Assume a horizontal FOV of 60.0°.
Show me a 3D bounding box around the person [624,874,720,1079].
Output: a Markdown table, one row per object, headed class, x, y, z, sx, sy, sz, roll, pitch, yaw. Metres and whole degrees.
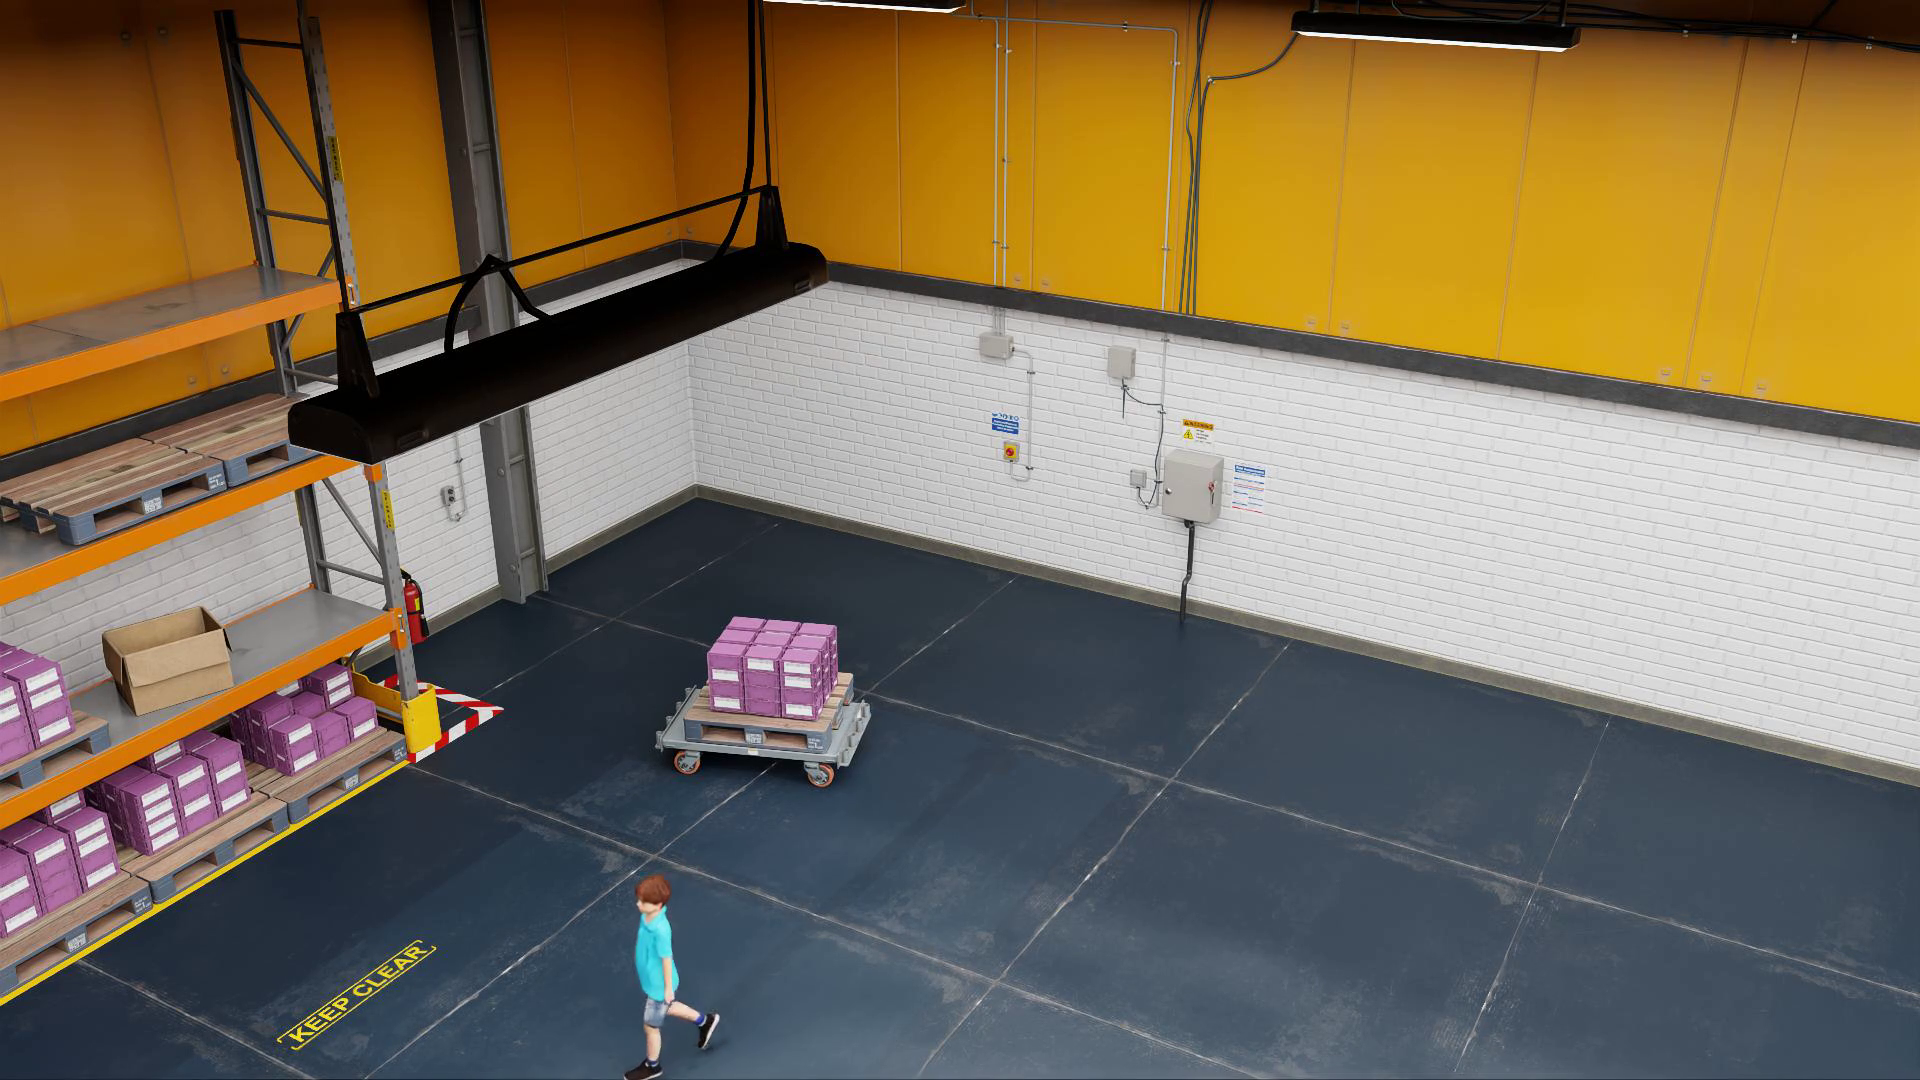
| class | x | y | z | sx | sy | sz | roll | pitch | yaw |
| --- | --- | --- | --- | --- | --- | --- | --- | --- | --- |
| person | -1.814 | 2.695 | 10.362 | 0.962 | 1.433 | 0.819 | -11 | 26 | -24 |
